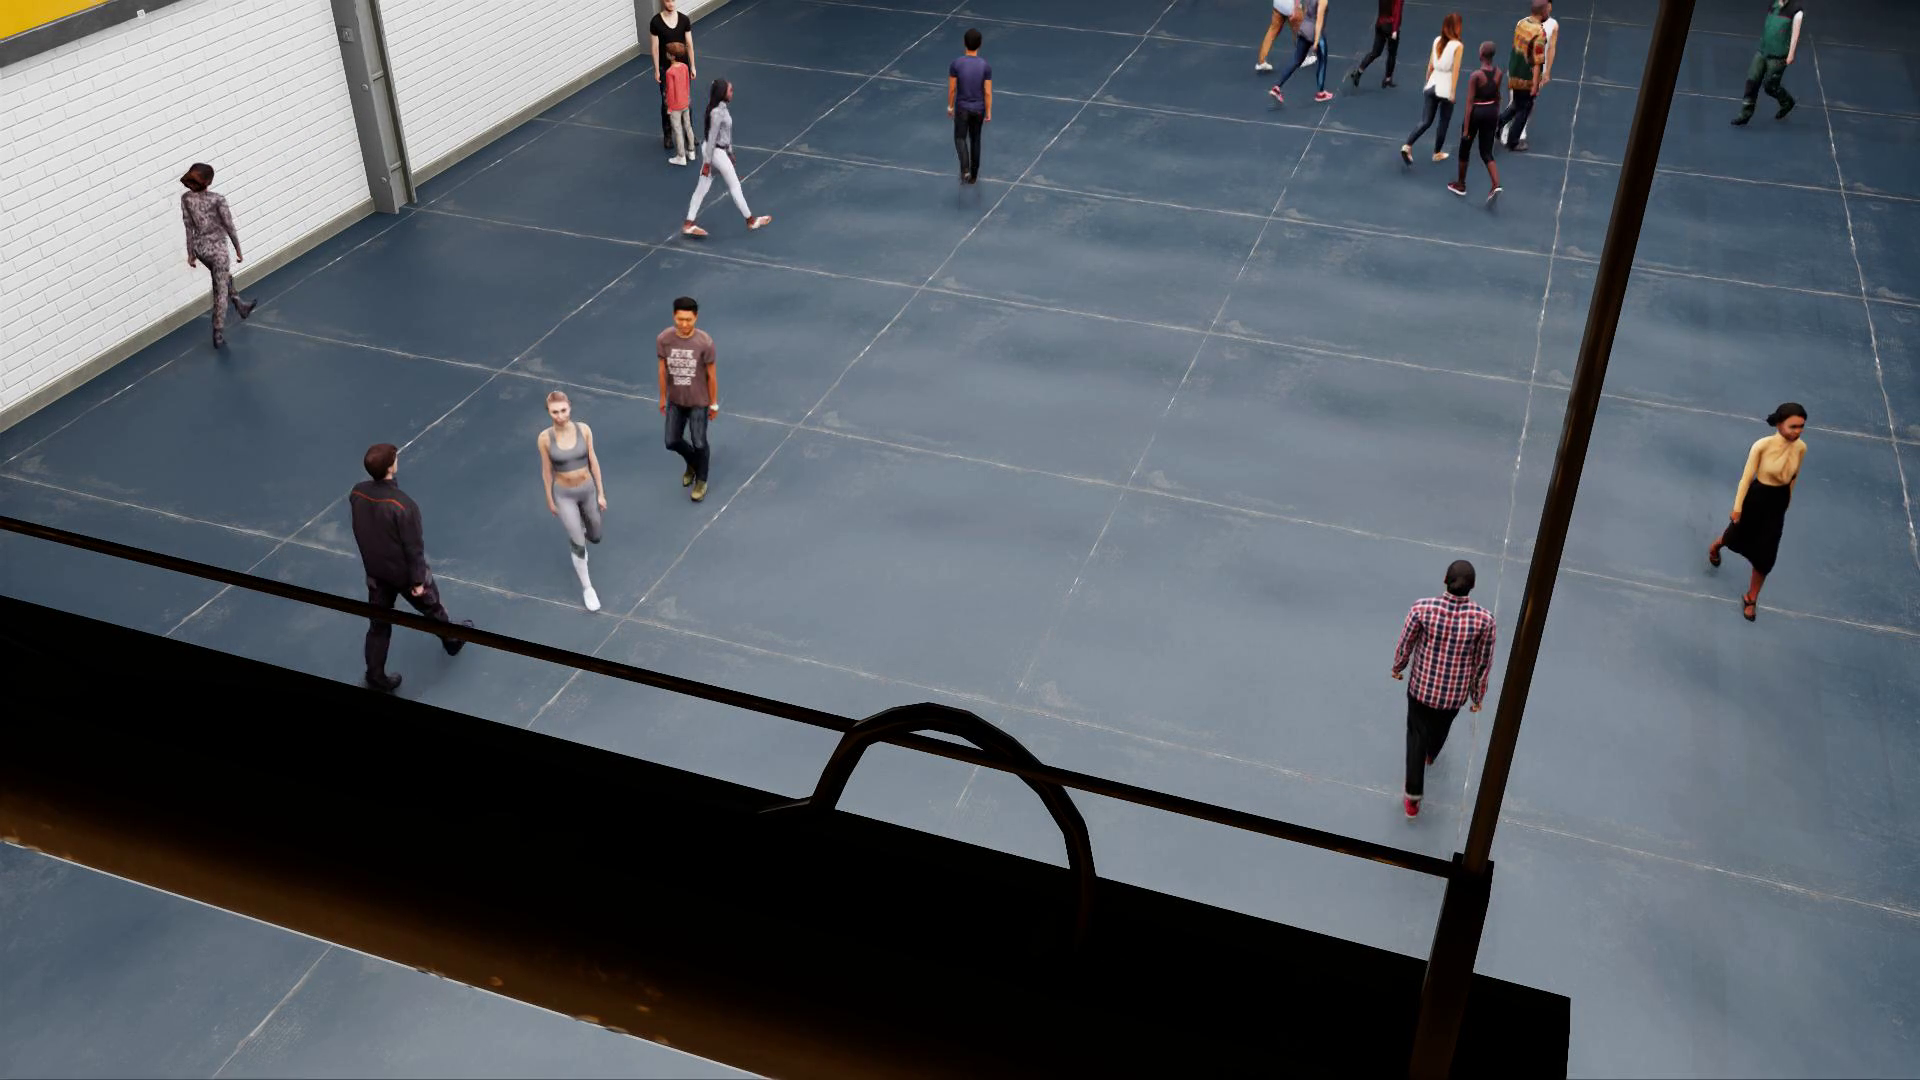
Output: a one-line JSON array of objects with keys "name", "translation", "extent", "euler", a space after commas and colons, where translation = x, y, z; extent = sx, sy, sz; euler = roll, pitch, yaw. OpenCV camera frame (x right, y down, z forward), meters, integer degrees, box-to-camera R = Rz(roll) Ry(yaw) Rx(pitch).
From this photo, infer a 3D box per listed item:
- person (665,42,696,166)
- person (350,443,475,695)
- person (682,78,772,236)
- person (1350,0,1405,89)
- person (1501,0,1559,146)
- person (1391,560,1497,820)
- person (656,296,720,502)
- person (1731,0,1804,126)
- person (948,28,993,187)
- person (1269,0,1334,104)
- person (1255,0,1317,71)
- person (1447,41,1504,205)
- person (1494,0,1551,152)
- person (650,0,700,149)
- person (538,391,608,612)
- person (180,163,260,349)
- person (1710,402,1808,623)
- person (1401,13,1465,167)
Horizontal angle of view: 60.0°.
[{"name": "person", "translation": [-3.271, -5.090, 19.365], "extent": [0.621, 1.414, 0.488], "euler": [19, 38, 26]}, {"name": "person", "translation": [-3.797, 0.252, 10.984], "extent": [0.718, 1.796, 1.117], "euler": [11, 35, 16]}, {"name": "person", "translation": [-2.643, -3.950, 17.436], "extent": [1.062, 1.652, 1.195], "euler": [-2, 34, -4]}, {"name": "person", "translation": [5.429, -6.586, 21.418], "extent": [1.042, 1.634, 0.977], "euler": [-14, 36, -20]}, {"name": "person", "translation": [6.838, -5.644, 19.892], "extent": [0.660, 1.754, 0.825], "euler": [11, 35, 17]}, {"name": "person", "translation": [2.883, 0.920, 10.049], "extent": [0.790, 1.719, 1.112], "euler": [8, 34, 12]}, {"name": "person", "translation": [-2.108, -1.155, 13.127], "extent": [0.706, 1.766, 0.713], "euler": [6, 34, 8]}, {"name": "person", "translation": [10.000, -5.948, 20.297], "extent": [1.149, 1.812, 1.095], "euler": [-12, 36, -18]}, {"name": "person", "translation": [0.108, -4.771, 18.557], "extent": [0.836, 1.778, 0.948], "euler": [-2, 34, -3]}, {"name": "person", "translation": [4.338, -6.285, 20.921], "extent": [1.199, 1.682, 1.092], "euler": [-17, 37, -24]}, {"name": "person", "translation": [4.276, -7.075, 22.019], "extent": [1.255, 1.782, 1.112], "euler": [-20, 38, -27]}, {"name": "person", "translation": [5.763, -4.547, 18.264], "extent": [1.004, 1.728, 1.142], "euler": [-10, 35, -14]}, {"name": "person", "translation": [6.557, -5.439, 19.550], "extent": [0.939, 1.791, 0.888], "euler": [-6, 34, -8]}, {"name": "person", "translation": [-3.398, -5.608, 19.713], "extent": [0.734, 1.892, 0.775], "euler": [-12, 35, -17]}, {"name": "person", "translation": [-2.783, -0.342, 11.974], "extent": [0.936, 1.689, 0.979], "euler": [-15, 36, -21]}, {"name": "person", "translation": [-6.946, -2.594, 15.379], "extent": [0.770, 1.669, 1.197], "euler": [1, 34, 2]}, {"name": "person", "translation": [5.697, -0.262, 11.915], "extent": [0.809, 1.621, 1.084], "euler": [0, 34, 0]}, {"name": "person", "translation": [5.460, -5.135, 19.120], "extent": [1.129, 1.761, 0.957], "euler": [-22, 40, -30]}]
